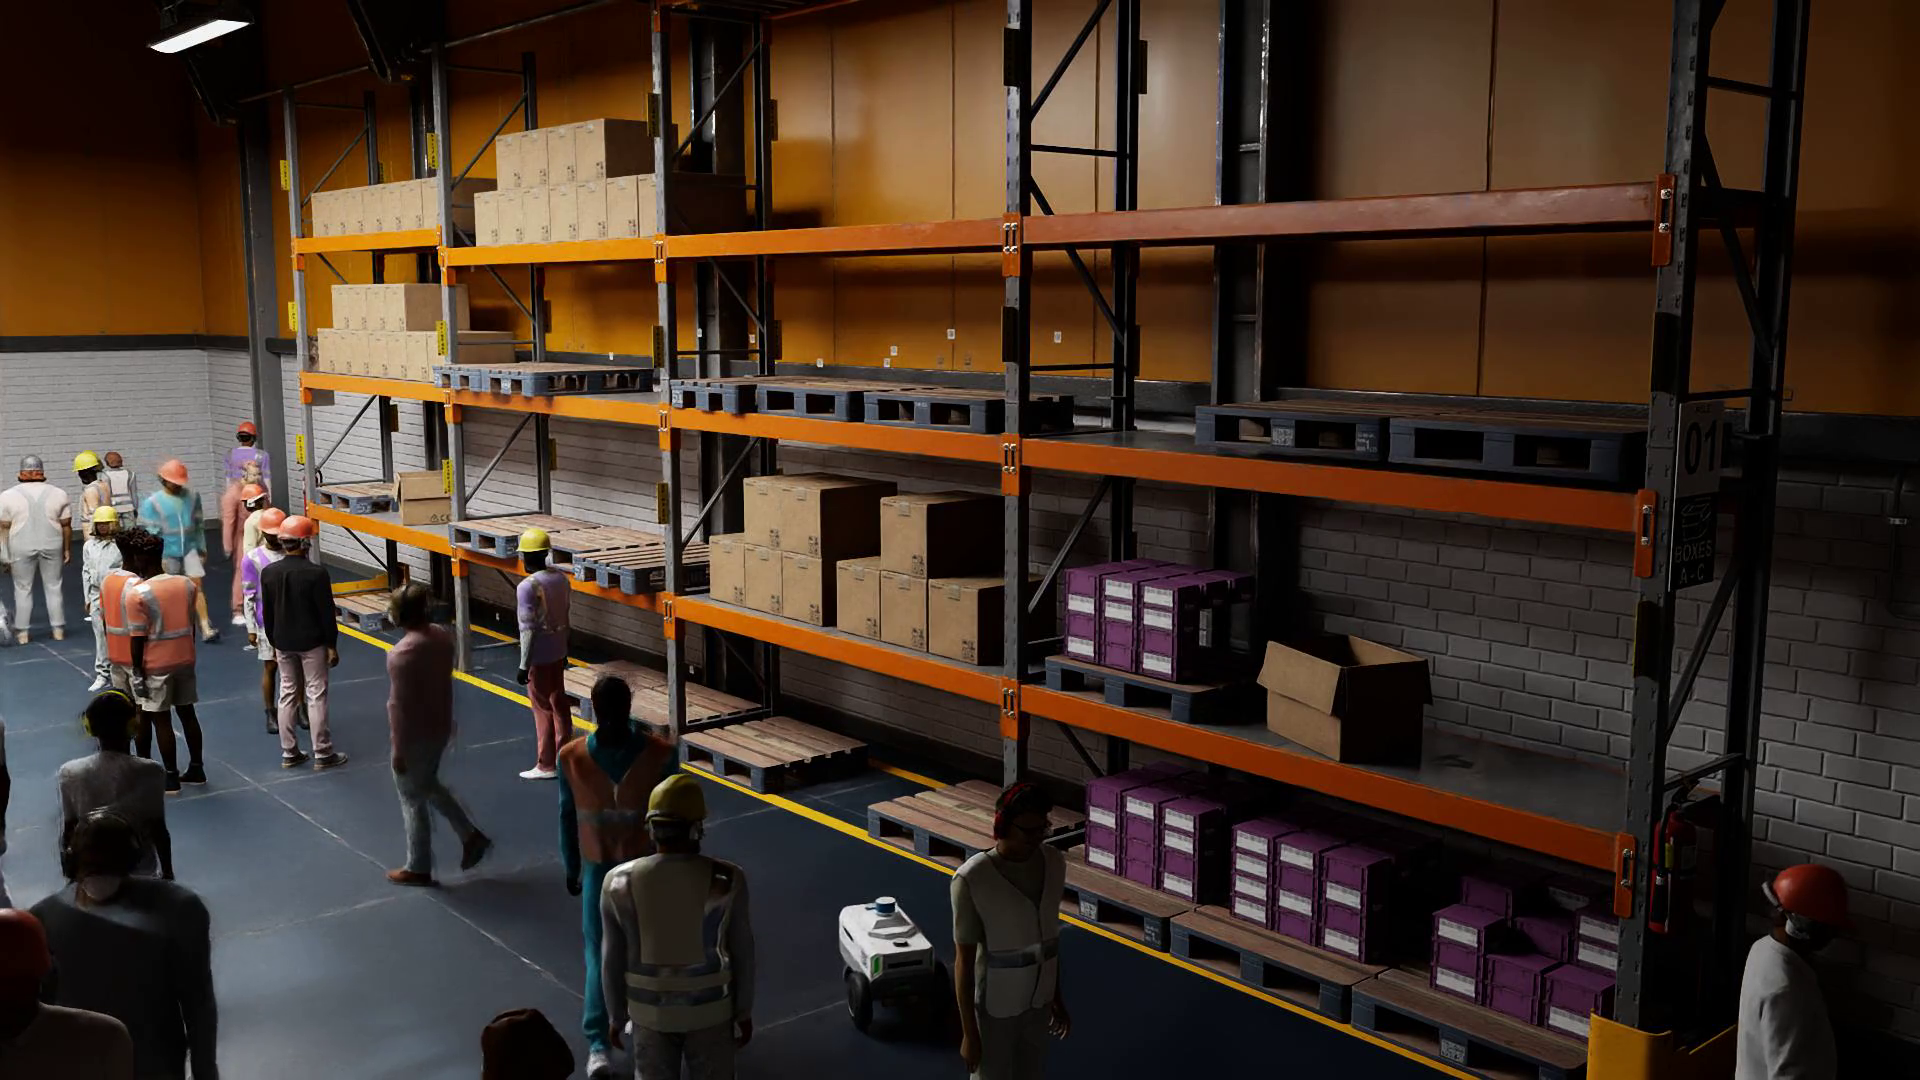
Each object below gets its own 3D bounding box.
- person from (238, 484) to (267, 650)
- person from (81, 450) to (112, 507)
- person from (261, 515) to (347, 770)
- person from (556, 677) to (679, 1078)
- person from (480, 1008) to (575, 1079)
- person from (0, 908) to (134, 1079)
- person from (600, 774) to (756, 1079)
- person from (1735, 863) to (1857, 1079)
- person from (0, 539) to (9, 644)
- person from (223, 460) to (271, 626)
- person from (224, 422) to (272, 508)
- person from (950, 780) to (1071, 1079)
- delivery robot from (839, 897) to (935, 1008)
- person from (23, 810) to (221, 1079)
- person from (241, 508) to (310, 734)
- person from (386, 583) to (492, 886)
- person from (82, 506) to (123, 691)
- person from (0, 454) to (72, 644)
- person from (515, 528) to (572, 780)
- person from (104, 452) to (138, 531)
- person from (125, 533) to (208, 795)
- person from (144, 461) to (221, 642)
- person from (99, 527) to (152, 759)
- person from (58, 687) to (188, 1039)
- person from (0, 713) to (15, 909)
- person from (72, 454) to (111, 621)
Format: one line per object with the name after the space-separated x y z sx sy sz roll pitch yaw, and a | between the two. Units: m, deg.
-7.368 0.278 17.467 0.354 1.737 0.574 0 8 1 | person
-11.183 -0.303 21.523 0.494 1.730 0.324 3 9 23 | person
-5.115 0.799 12.947 0.612 1.997 0.376 2 8 12 | person
-1.624 1.579 7.968 0.596 1.864 0.991 -1 8 -10 | person
-1.241 2.144 4.852 0.276 1.632 0.507 -5 10 -32 | person
-2.645 1.991 4.715 0.617 1.984 0.410 -3 9 -21 | person
-1.085 1.816 6.484 0.590 1.821 0.404 0 8 0 | person
2.855 1.959 5.739 0.336 1.745 0.563 3 9 20 | person
-10.314 0.209 17.439 0.562 1.889 0.617 8 11 43 | person
-8.107 0.016 18.912 0.555 1.862 0.798 3 9 17 | person
-9.555 -0.574 22.384 0.601 2.035 0.410 -1 8 -4 | person
0.192 1.817 6.418 0.390 1.838 0.563 8 11 43 | person
-0.385 2.093 8.608 0.477 0.478 0.707 -3 9 -19 | delivery robot
-2.921 1.861 5.797 0.654 1.939 0.446 -2 8 -14 | person
-5.742 0.677 14.049 0.549 1.925 0.384 -7 11 -41 | person
-3.299 1.214 10.312 0.559 1.926 0.649 2 8 12 | person
-7.956 0.546 15.571 0.486 1.746 0.289 -1 8 -5 | person
-9.901 0.075 17.821 0.686 2.000 0.536 -6 10 -38 | person
-3.203 0.867 12.710 0.382 1.924 0.594 3 9 19 | person
-11.282 -0.368 22.303 0.310 1.637 0.514 8 11 44 | person
-5.916 0.914 12.338 0.416 1.948 0.602 3 9 22 | person
-8.257 0.134 17.661 1.054 1.970 0.670 8 11 44 | person
-6.191 0.878 12.504 0.613 1.962 0.362 6 10 35 | person
-3.931 1.597 7.905 0.555 1.846 0.767 -1 8 -6 | person
-5.171 1.475 8.683 0.511 1.872 0.329 4 9 26 | person
-9.879 -0.032 18.998 0.381 1.917 0.585 -2 8 -15 | person
